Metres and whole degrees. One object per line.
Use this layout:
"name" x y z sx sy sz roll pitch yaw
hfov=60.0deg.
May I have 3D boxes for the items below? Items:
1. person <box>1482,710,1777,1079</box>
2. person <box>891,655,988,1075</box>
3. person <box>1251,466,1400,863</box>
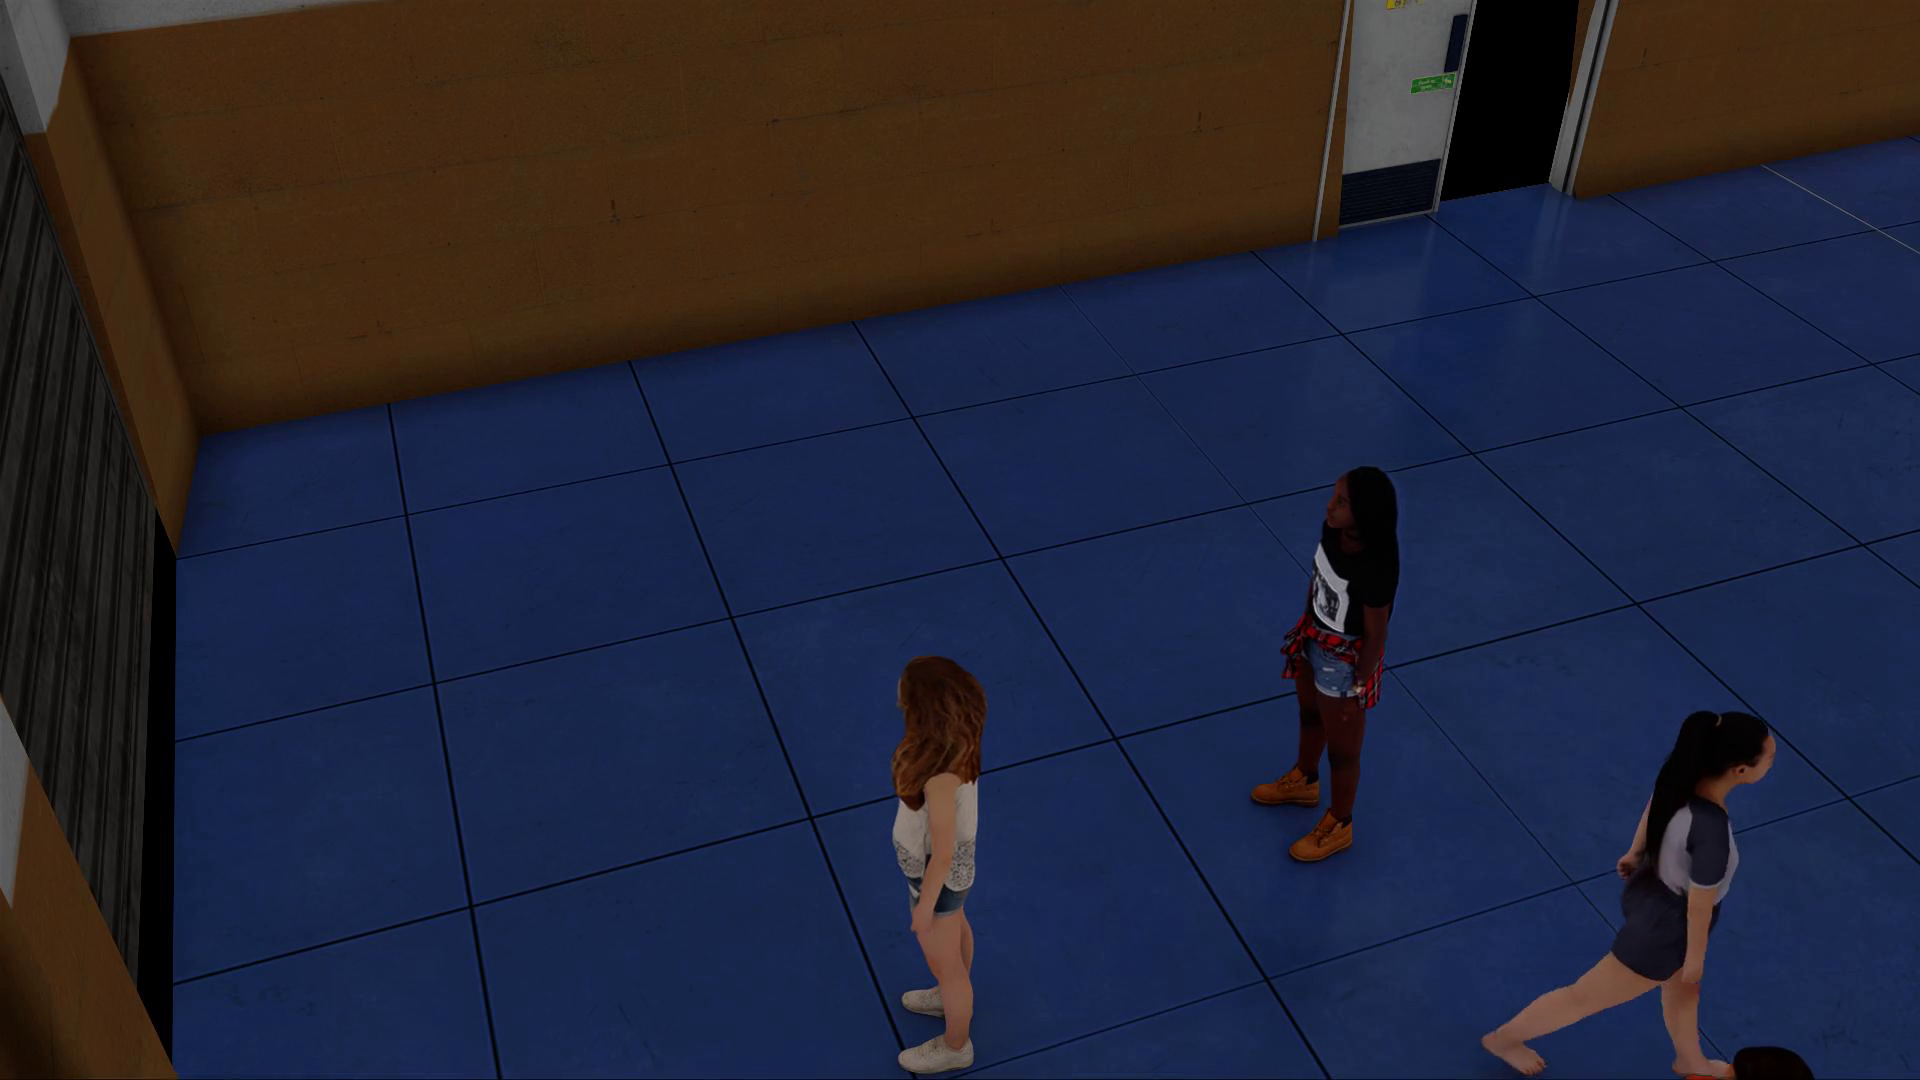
"person" 2.102 1.190 5.233 1.060 1.597 1.131 8 38 10
"person" -0.050 1.045 5.295 0.698 1.754 0.578 2 37 3
"person" 1.383 0.453 6.106 0.675 1.727 0.543 -10 38 -13
